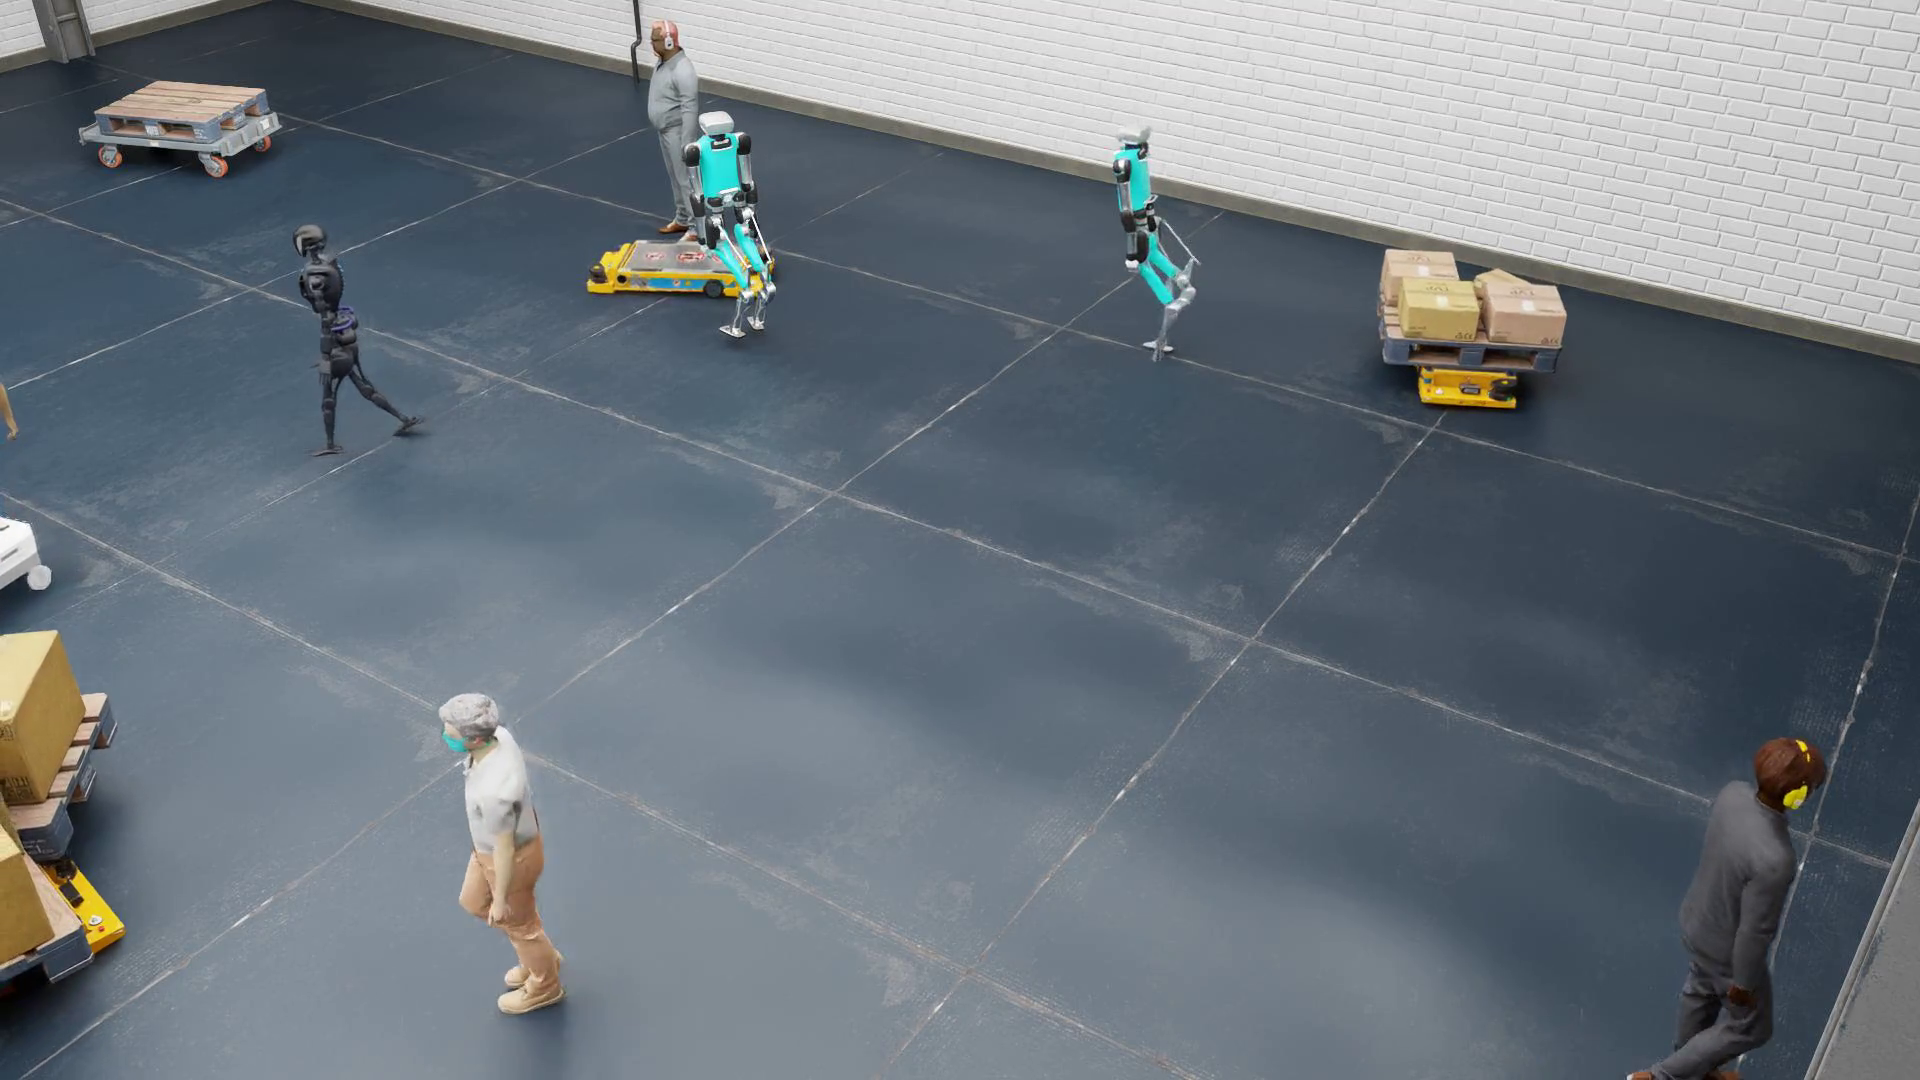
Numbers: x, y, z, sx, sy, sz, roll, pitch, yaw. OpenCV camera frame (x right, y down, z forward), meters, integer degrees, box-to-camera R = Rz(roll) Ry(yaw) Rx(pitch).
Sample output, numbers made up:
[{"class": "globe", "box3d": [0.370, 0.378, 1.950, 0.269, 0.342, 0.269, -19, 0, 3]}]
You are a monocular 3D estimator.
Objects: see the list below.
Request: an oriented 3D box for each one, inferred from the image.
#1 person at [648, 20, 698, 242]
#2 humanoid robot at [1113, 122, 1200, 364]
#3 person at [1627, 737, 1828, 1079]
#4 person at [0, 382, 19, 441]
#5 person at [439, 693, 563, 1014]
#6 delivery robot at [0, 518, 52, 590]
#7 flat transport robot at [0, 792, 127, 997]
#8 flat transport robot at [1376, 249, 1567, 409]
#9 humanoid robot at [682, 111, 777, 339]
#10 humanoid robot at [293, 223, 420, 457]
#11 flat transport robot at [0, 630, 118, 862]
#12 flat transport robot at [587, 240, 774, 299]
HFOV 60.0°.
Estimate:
[{"class": "person", "box3d": [-2.422, -3.440, 14.095, 0.411, 1.906, 0.652, -15, 36, -22]}, {"class": "humanoid robot", "box3d": [1.485, -2.138, 12.290, 0.778, 1.832, 0.536, 12, 35, 18]}, {"class": "person", "box3d": [3.003, 1.519, 6.420, 0.480, 1.859, 0.507, -1, 33, -1]}, {"class": "person", "box3d": [-6.046, -0.718, 9.970, 0.601, 1.788, 0.773, -27, 41, -35]}, {"class": "person", "box3d": [-1.910, 1.312, 6.857, 0.390, 1.734, 0.520, -11, 34, -17]}, {"class": "delivery robot", "box3d": [-5.748, 0.194, 9.684, 0.499, 0.589, 0.785, 11, 34, 17]}, {"class": "flat transport robot", "box3d": [-4.532, 1.892, 7.313, 0.659, 0.231, 1.431, 28, 42, 36]}, {"class": "flat transport robot", "box3d": [3.738, -1.398, 12.431, 0.659, 0.231, 1.431, 5, 33, 7]}, {"class": "humanoid robot", "box3d": [-1.634, -2.276, 12.316, 0.533, 1.677, 0.735, -20, 38, -28]}, {"class": "humanoid robot", "box3d": [-4.102, -1.336, 11.070, 0.740, 1.642, 0.593, -8, 34, -12]}, {"class": "flat transport robot", "box3d": [-4.844, 1.369, 8.126, 0.659, 0.231, 1.431, -5, 33, -7]}, {"class": "flat transport robot", "box3d": [-2.299, -2.239, 13.740, 1.431, 0.231, 0.659, 2, 33, 3]}]
